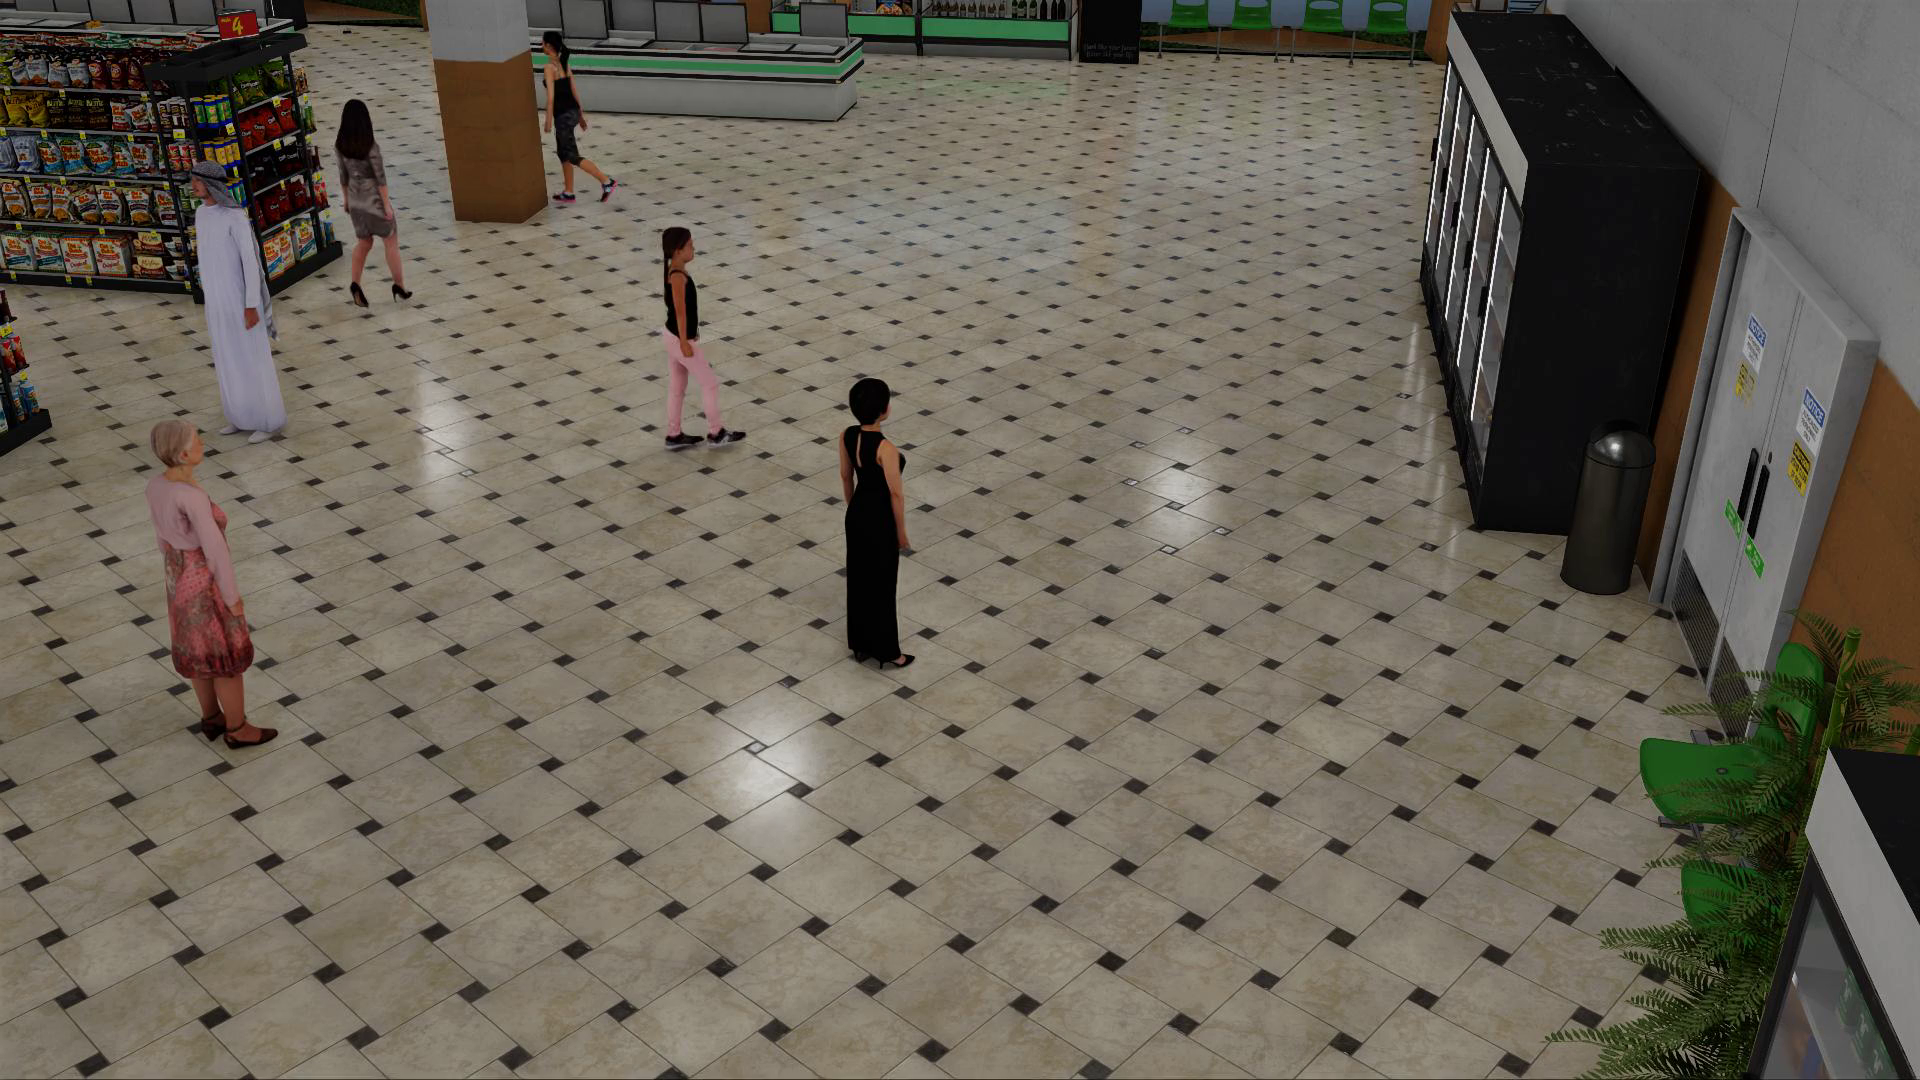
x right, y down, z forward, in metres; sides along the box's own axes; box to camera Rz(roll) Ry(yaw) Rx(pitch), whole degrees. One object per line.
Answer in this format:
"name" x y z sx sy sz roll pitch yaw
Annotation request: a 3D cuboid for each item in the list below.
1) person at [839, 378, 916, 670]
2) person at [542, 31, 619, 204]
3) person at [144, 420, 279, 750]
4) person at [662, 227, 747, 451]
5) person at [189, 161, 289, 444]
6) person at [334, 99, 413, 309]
"person" -0.459 -0.076 8.614 0.722 1.603 0.629 -24 35 -39
"person" -3.842 -4.165 16.583 0.988 1.689 0.607 5 27 10
"person" -3.616 0.225 7.923 0.641 1.692 0.748 17 32 30
"person" -1.921 -1.322 11.126 0.867 1.553 0.749 -9 28 -18
"person" -4.939 -1.627 11.315 0.712 1.926 0.837 16 31 28
"person" -4.913 -2.727 13.701 0.895 1.731 0.742 8 28 15
